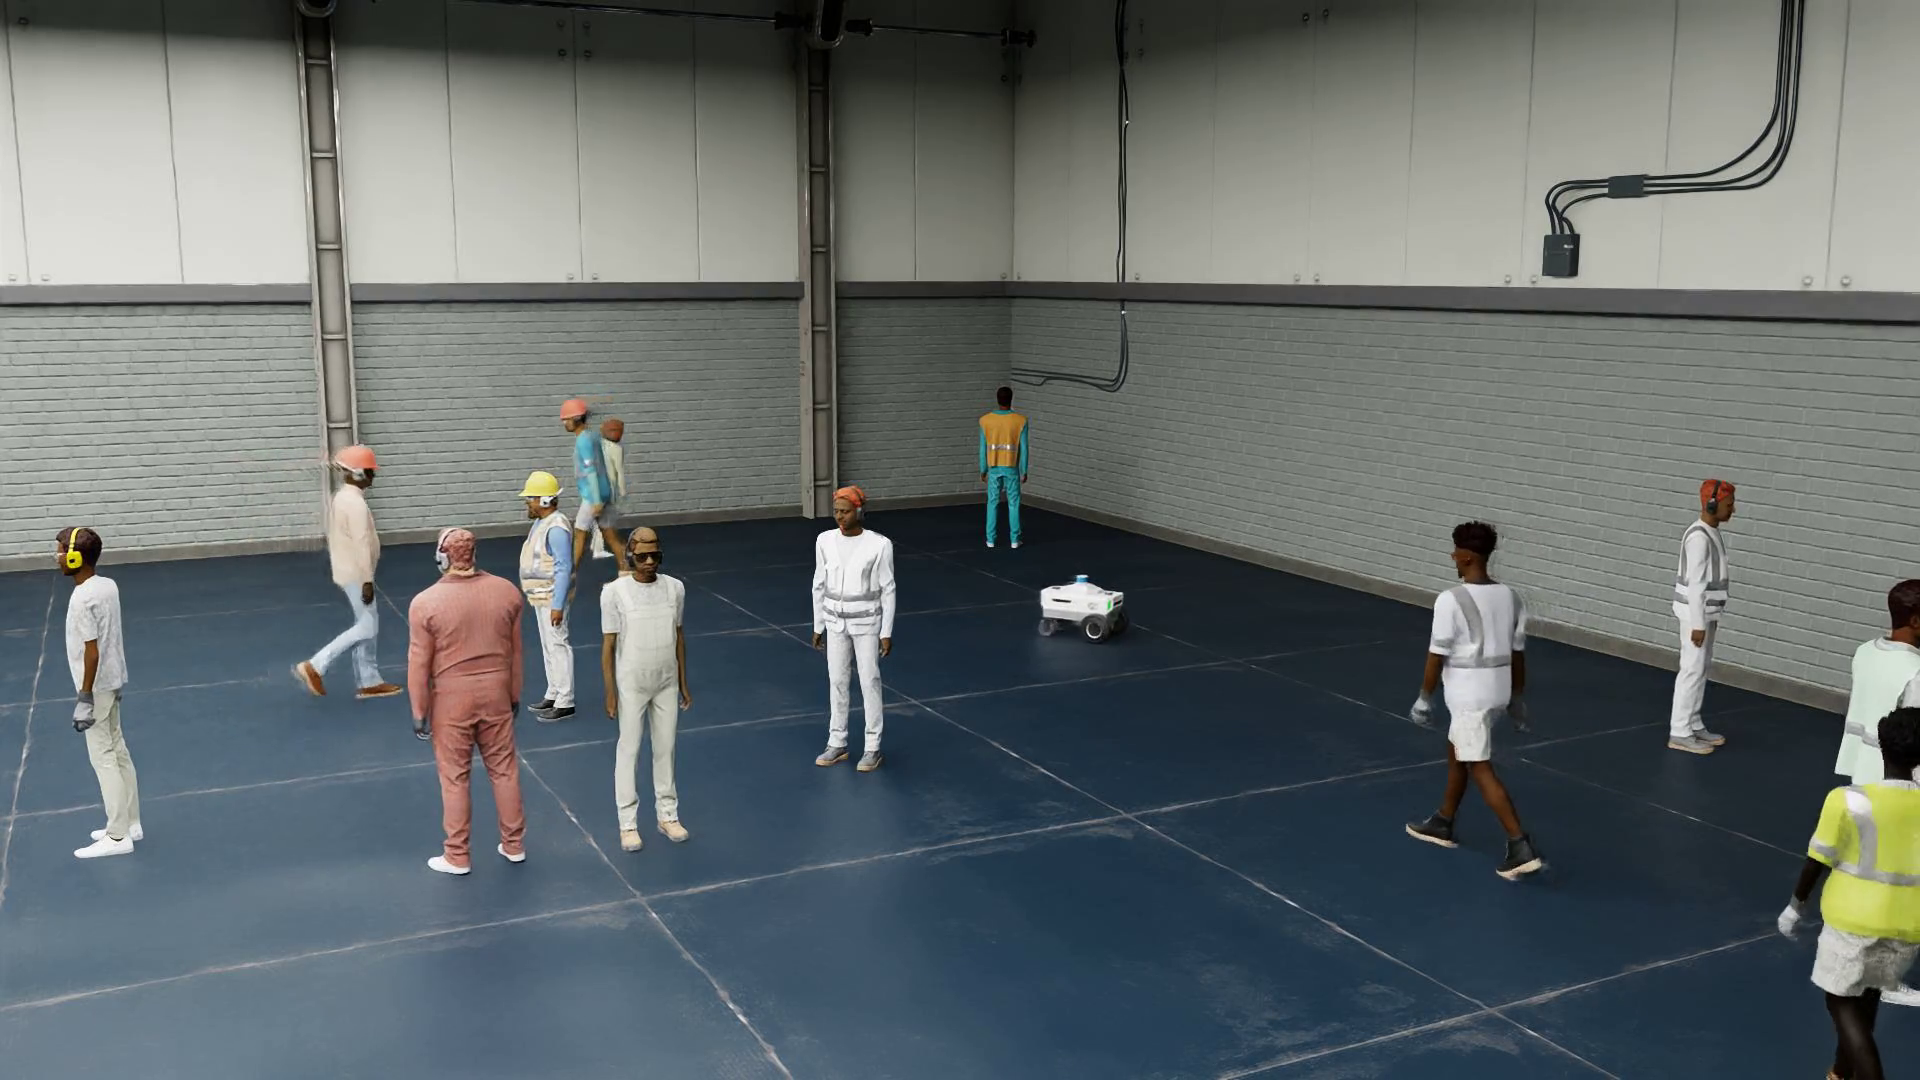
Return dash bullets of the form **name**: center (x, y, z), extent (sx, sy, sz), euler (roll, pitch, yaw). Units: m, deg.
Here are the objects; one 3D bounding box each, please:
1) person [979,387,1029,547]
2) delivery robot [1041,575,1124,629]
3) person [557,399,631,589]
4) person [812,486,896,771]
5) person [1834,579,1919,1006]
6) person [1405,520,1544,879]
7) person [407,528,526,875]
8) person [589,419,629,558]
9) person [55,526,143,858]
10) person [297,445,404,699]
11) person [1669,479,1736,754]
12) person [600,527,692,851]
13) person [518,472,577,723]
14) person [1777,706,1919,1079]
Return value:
- **person**: center (0.518, -0.858, 19.736), extent (0.587, 1.910, 0.396), euler (2, 9, 10)
- **delivery robot**: center (1.087, 0.556, 14.866), extent (0.707, 0.478, 0.477), euler (5, 10, 28)
- **person**: center (-3.823, -0.438, 16.956), extent (0.982, 1.972, 0.630), euler (0, 9, -2)
- **person**: center (-0.706, 0.581, 10.943), extent (0.585, 1.878, 0.337), euler (4, 10, 23)
- **person**: center (4.187, 1.118, 7.515), extent (0.374, 1.916, 0.596), euler (1, 9, 4)
- **person**: center (2.887, 0.856, 9.146), extent (0.602, 1.924, 0.982), euler (-7, 11, -36)
- **person**: center (-2.703, 0.875, 9.127), extent (0.657, 1.895, 0.411), euler (-8, 12, -39)
- **person**: center (-4.014, -0.584, 18.978), extent (0.431, 1.595, 0.516), euler (-8, 12, -39)
- **person**: center (-4.849, 0.847, 9.338), extent (0.311, 1.869, 0.530), euler (-2, 9, -10)
- **person**: center (-4.655, 0.270, 12.606), extent (0.682, 1.970, 0.628), euler (-5, 10, -28)
- **person**: center (5.073, 0.518, 11.355), extent (0.372, 1.879, 0.581), euler (6, 11, 32)
- **person**: center (-1.780, 0.835, 9.481), extent (0.513, 1.845, 0.335), euler (-6, 11, -33)
- **person**: center (-3.007, 0.409, 12.147), extent (0.404, 1.830, 0.599), euler (-4, 10, -24)
- **person**: center (3.463, 1.448, 6.289), extent (0.592, 1.665, 0.579), euler (-1, 9, -3)
